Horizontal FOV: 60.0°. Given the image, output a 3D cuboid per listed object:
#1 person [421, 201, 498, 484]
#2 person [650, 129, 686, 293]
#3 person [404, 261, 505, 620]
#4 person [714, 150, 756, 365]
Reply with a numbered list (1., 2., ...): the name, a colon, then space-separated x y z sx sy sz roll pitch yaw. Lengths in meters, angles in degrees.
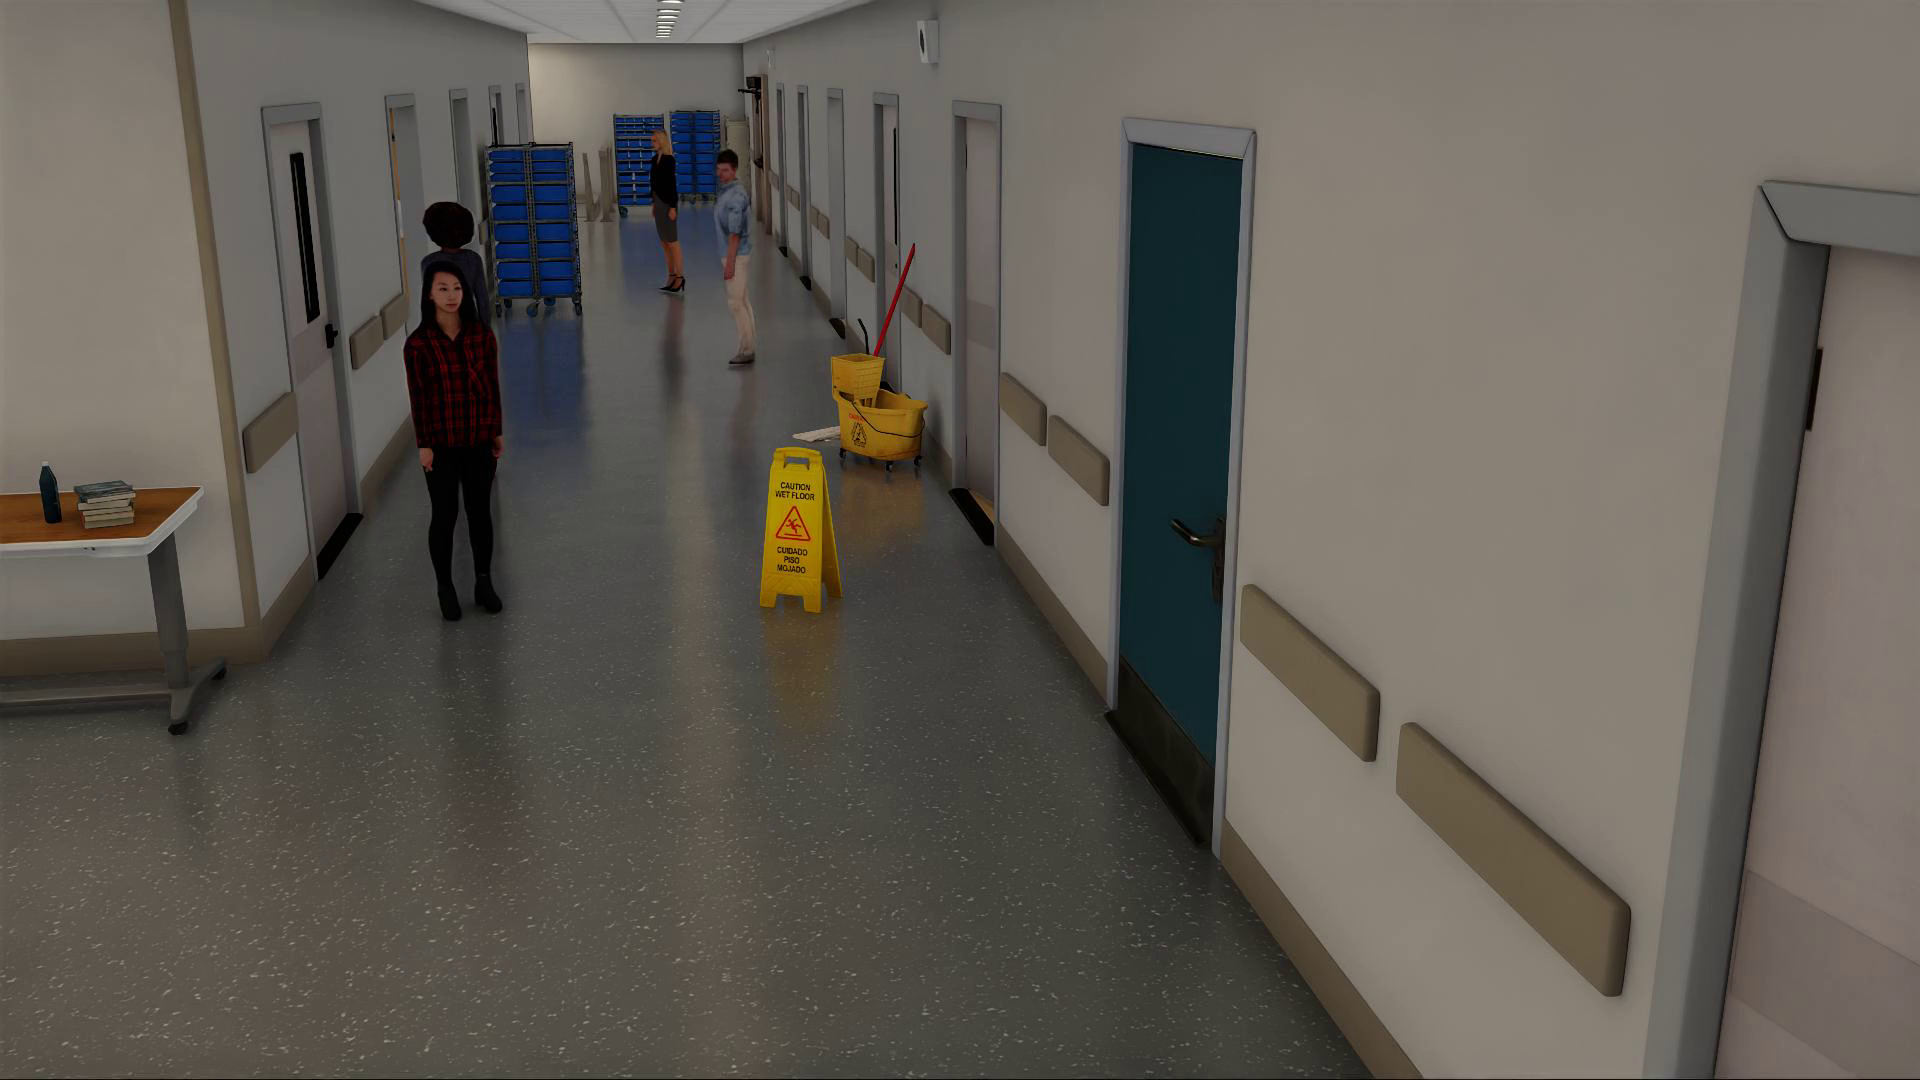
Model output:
1. person: -3.091 -1.216 10.247 0.665 1.710 0.663 -12 20 -37
2. person: -3.350 -3.757 19.029 0.746 1.836 0.646 -12 20 -37
3. person: -2.330 -0.460 7.677 0.658 1.651 0.668 -13 20 -38
4. person: -1.922 -2.464 14.460 0.907 1.828 0.488 0 16 -1
